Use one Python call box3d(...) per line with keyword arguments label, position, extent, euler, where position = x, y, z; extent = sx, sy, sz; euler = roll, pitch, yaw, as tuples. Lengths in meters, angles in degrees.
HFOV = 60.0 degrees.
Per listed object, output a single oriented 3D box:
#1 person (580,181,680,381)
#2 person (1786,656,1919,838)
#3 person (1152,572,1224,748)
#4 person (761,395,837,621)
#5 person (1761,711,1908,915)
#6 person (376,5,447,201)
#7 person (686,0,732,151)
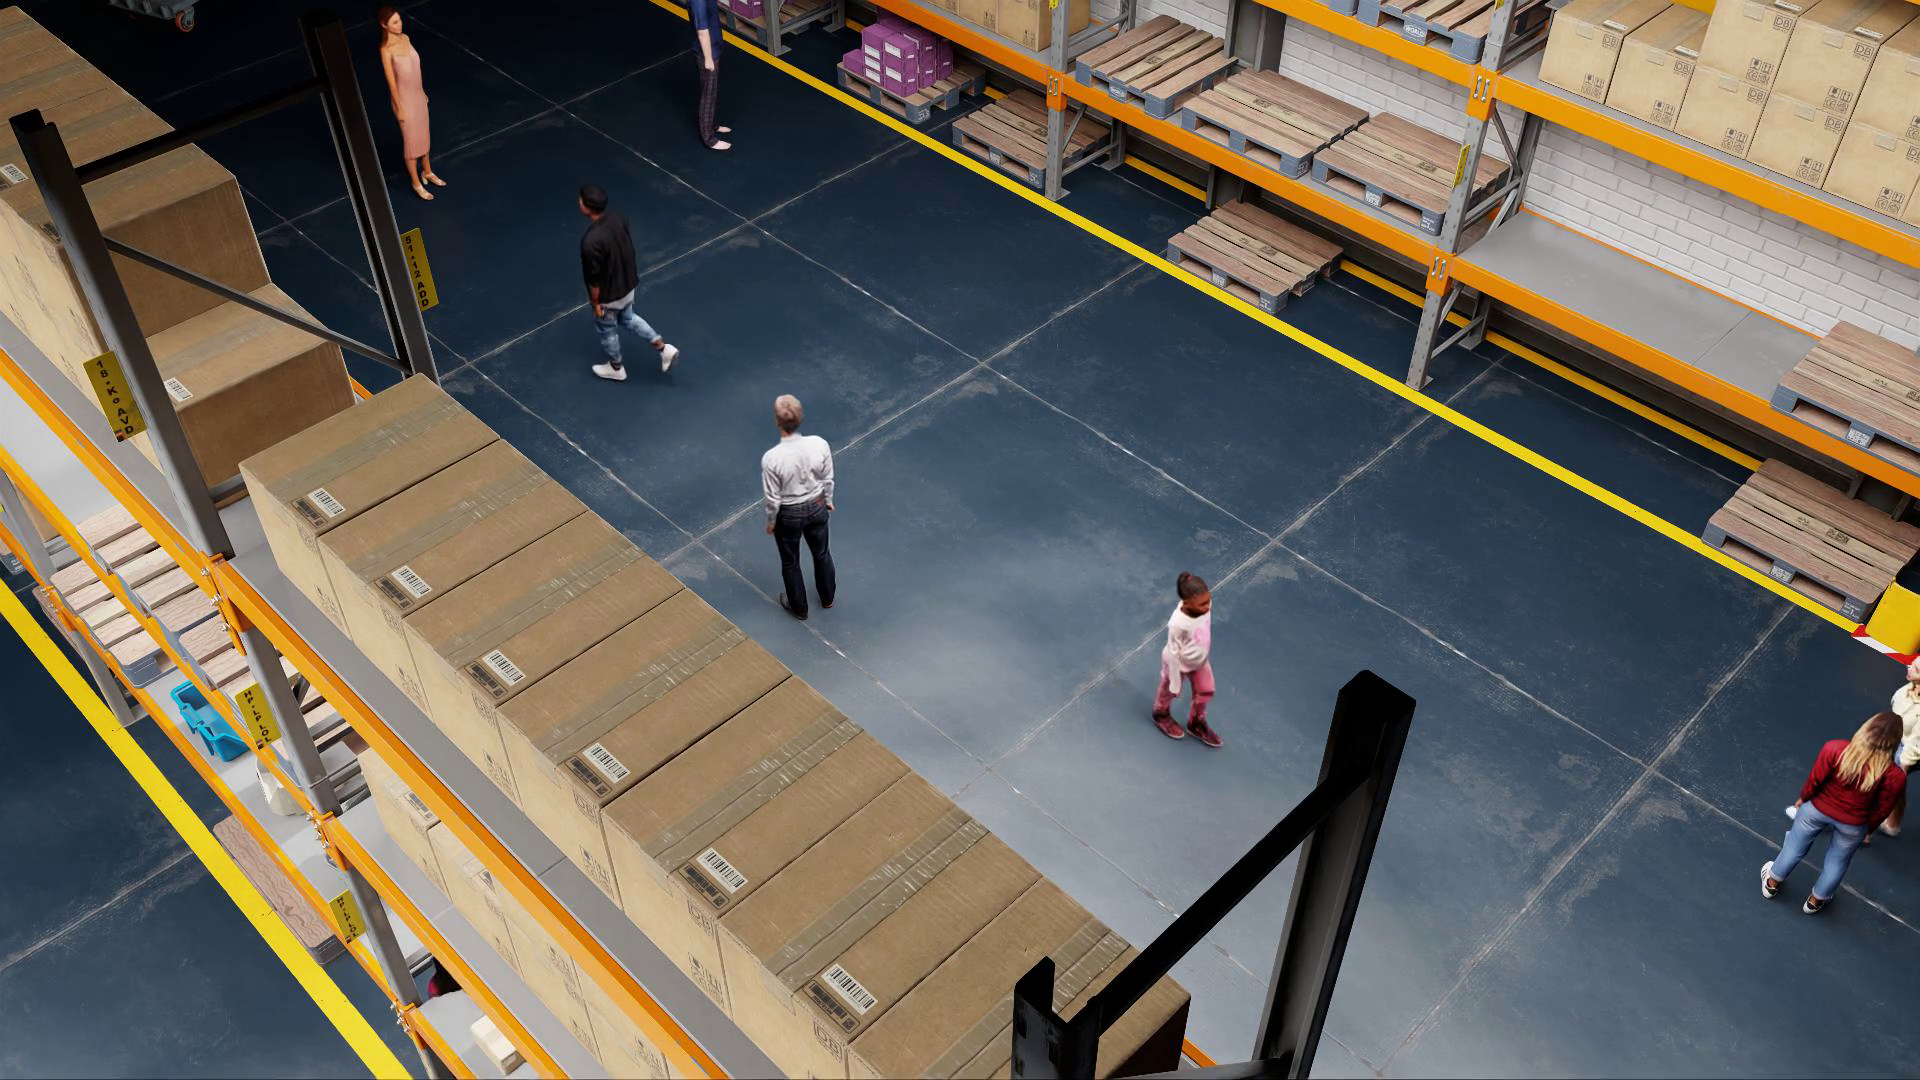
box3d(label="person", position=(-2.635, -1.957, 12.959), extent=(1.078, 1.792, 0.898), euler=(18, 47, 18))
box3d(label="person", position=(5.563, 1.269, 9.714), extent=(0.995, 1.598, 0.850), euler=(21, 48, 21))
box3d(label="person", position=(1.359, 0.703, 10.426), extent=(0.584, 1.433, 0.706), euler=(-32, 52, -29))
box3d(label="person", position=(-1.076, -0.211, 11.107), extent=(0.716, 1.818, 0.659), euler=(-20, 47, -20))
box3d(label="person", position=(4.968, 1.535, 9.407), extent=(0.530, 1.635, 0.700), euler=(25, 49, 24))
box3d(label="person", position=(-4.990, -3.964, 15.037), extent=(0.669, 1.832, 0.671), euler=(12, 45, 12))
box3d(label="person", position=(-2.389, -4.626, 15.703), extent=(0.788, 1.870, 0.717), euler=(-2, 44, -2))
